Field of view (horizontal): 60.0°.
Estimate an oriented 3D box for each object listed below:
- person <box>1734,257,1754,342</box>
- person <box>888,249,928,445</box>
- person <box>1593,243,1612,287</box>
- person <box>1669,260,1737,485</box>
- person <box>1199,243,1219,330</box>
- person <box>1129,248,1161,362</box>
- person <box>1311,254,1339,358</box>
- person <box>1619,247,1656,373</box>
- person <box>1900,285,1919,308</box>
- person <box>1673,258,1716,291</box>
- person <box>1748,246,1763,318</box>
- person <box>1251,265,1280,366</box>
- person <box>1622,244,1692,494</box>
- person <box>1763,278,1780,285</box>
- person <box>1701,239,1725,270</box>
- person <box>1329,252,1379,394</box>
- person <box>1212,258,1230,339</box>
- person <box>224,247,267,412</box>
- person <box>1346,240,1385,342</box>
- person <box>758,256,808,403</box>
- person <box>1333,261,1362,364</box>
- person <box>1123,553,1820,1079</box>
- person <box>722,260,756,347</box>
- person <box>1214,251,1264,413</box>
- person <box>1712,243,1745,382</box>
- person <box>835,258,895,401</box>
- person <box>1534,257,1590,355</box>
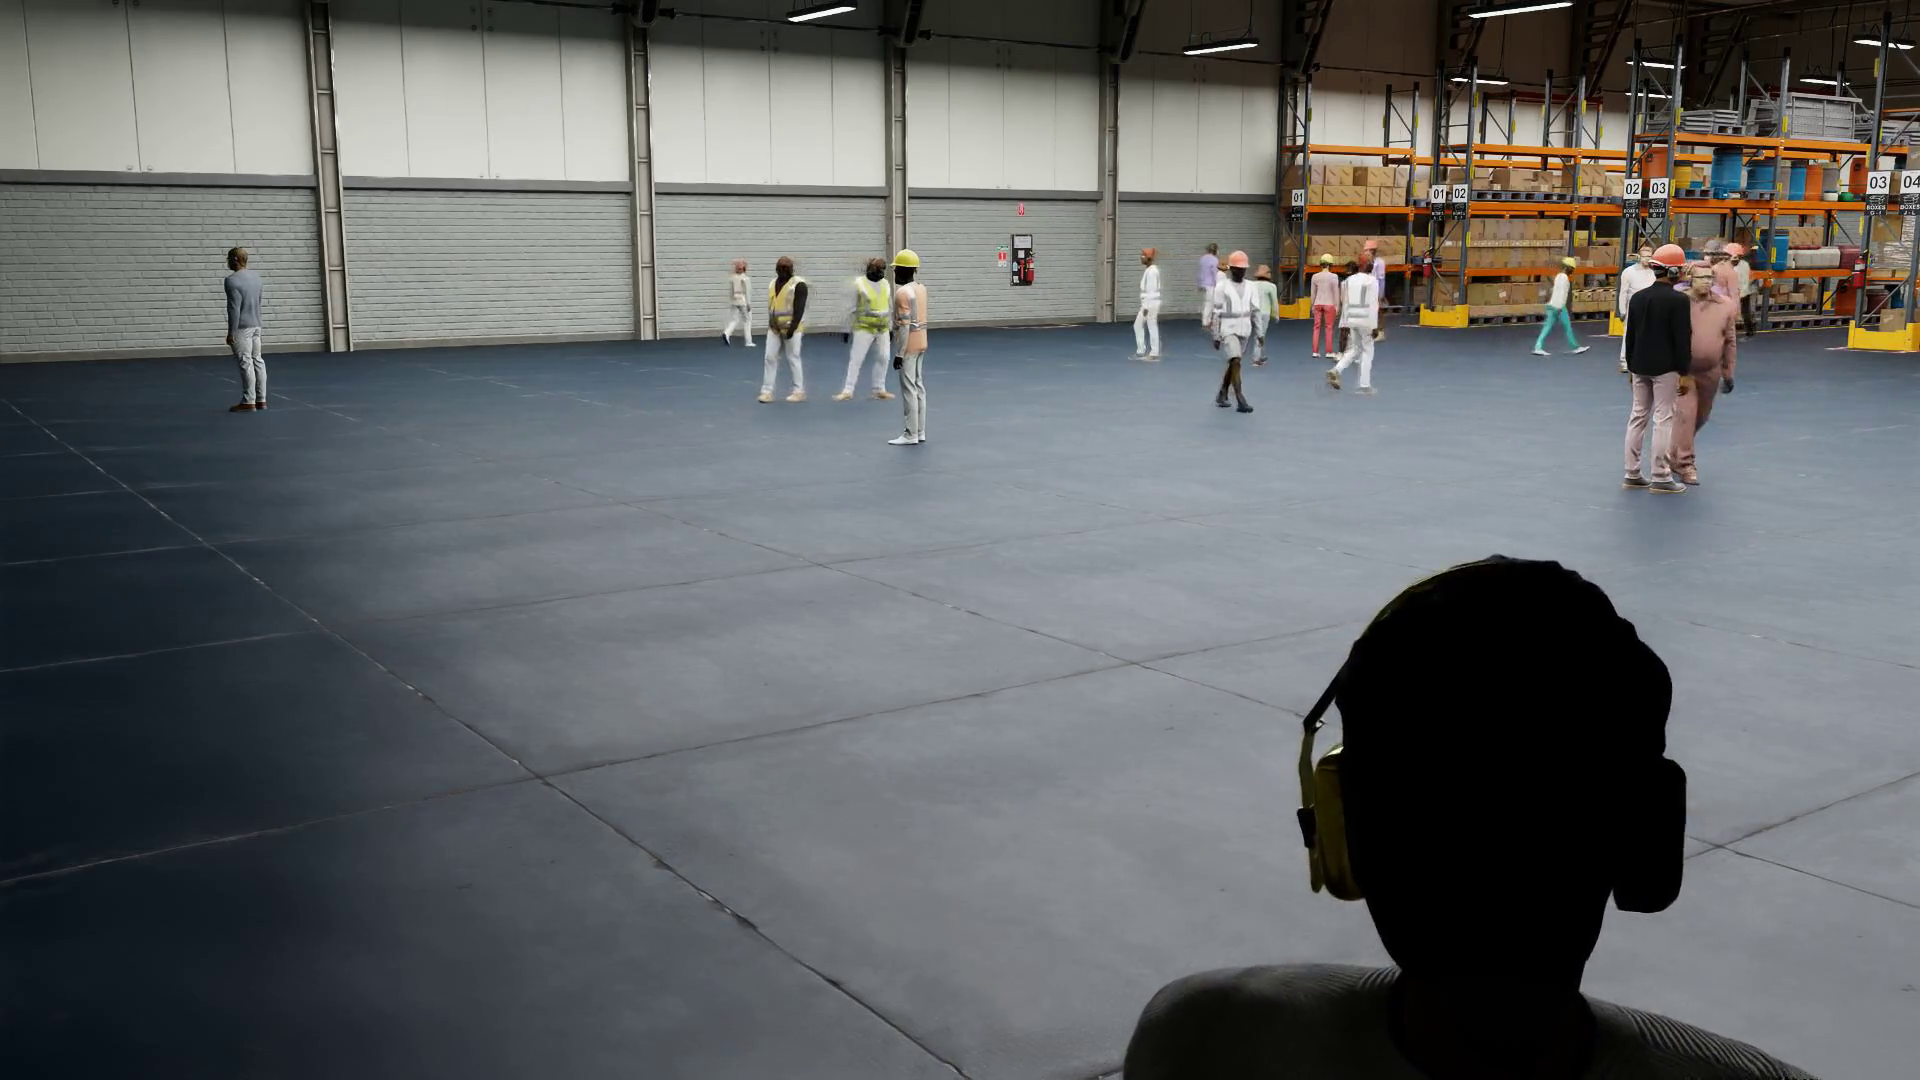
[{"bbox_3d":[15.182,-4.793,32.441,1.111,1.906,0.621,-5,11,-25],"label":"person"},{"bbox_3d":[-0.513,-1.905,16.506,0.355,1.930,0.593,3,11,18],"label":"person"},{"bbox_3d":[17.093,-6.975,44.358,1.033,1.920,0.612,-4,11,-21],"label":"person"},{"bbox_3d":[6.214,-1.439,14.151,0.645,1.879,0.907,0,10,1],"label":"person"},{"bbox_3d":[5.635,-5.639,37.005,0.645,1.915,0.665,-4,11,-23],"label":"person"},{"bbox_3d":[3.015,-3.867,27.424,0.645,1.865,0.606,0,10,0],"label":"person"},{"bbox_3d":[6.224,-3.982,28.340,0.522,1.770,0.310,9,13,40],"label":"person"},{"bbox_3d":[10.326,-3.477,25.195,0.652,1.904,0.403,1,10,4],"label":"person"},{"bbox_3d":[19.209,-4.981,33.368,0.628,1.932,0.365,5,12,27],"label":"person"},{"bbox_3d":[8.344,-2.301,18.999,0.579,1.822,0.848,0,10,3],"label":"person"},{"bbox_3d":[19.376,-6.265,40.675,0.403,1.830,0.599,-6,12,-29],"label":"person"},{"bbox_3d":[4.900,-3.614,26.805,0.529,1.590,0.826,8,13,38],"label":"person"},{"bbox_3d":[5.635,-1.372,13.406,0.381,1.994,0.620,-5,11,-24],"label":"person"},{"bbox_3d":[25.821,-8.377,52.907,0.510,1.574,0.789,3,11,18],"label":"person"},{"bbox_3d":[10.993,-3.399,24.389,0.545,2.000,0.715,-2,10,-8],"label":"person"},{"bbox_3d":[5.197,-2.830,21.763,0.609,1.868,0.579,-5,12,-27],"label":"person"},{"bbox_3d":[5.310,-4.863,33.547,0.349,1.617,0.527,4,11,20],"label":"person"},{"bbox_3d":[-8.455,-2.482,19.644,0.372,1.940,0.629,1,10,7],"label":"person"},{"bbox_3d":[7.933,-4.829,32.364,1.066,1.984,0.631,-4,11,-20],"label":"person"},{"bbox_3d":[-2.167,-2.604,20.654,0.644,1.810,0.617,7,12,34],"label":"person"},{"bbox_3d":[6.280,-3.645,26.769,0.531,1.649,0.825,8,13,39],"label":"person"},{"bbox_3d":[0.327,0.924,1.157,0.520,1.874,0.332,3,11,17],"label":"person"},{"bbox_3d":[-4.132,-4.407,31.078,0.522,1.620,0.635,9,14,40],"label":"person"},{"bbox_3d":[3.284,-2.481,19.788,0.563,1.893,0.988,-3,11,-18],"label":"person"},{"bbox_3d":[10.910,-3.232,23.672,0.707,1.956,0.658,1,10,5],"label":"person"},{"bbox_3d":[-1.193,-2.644,20.958,0.825,1.806,0.443,-8,13,-37],"label":"person"},{"bbox_3d":[10.452,-4.035,28.820,0.943,1.691,0.582,0,10,2],"label":"person"}]
